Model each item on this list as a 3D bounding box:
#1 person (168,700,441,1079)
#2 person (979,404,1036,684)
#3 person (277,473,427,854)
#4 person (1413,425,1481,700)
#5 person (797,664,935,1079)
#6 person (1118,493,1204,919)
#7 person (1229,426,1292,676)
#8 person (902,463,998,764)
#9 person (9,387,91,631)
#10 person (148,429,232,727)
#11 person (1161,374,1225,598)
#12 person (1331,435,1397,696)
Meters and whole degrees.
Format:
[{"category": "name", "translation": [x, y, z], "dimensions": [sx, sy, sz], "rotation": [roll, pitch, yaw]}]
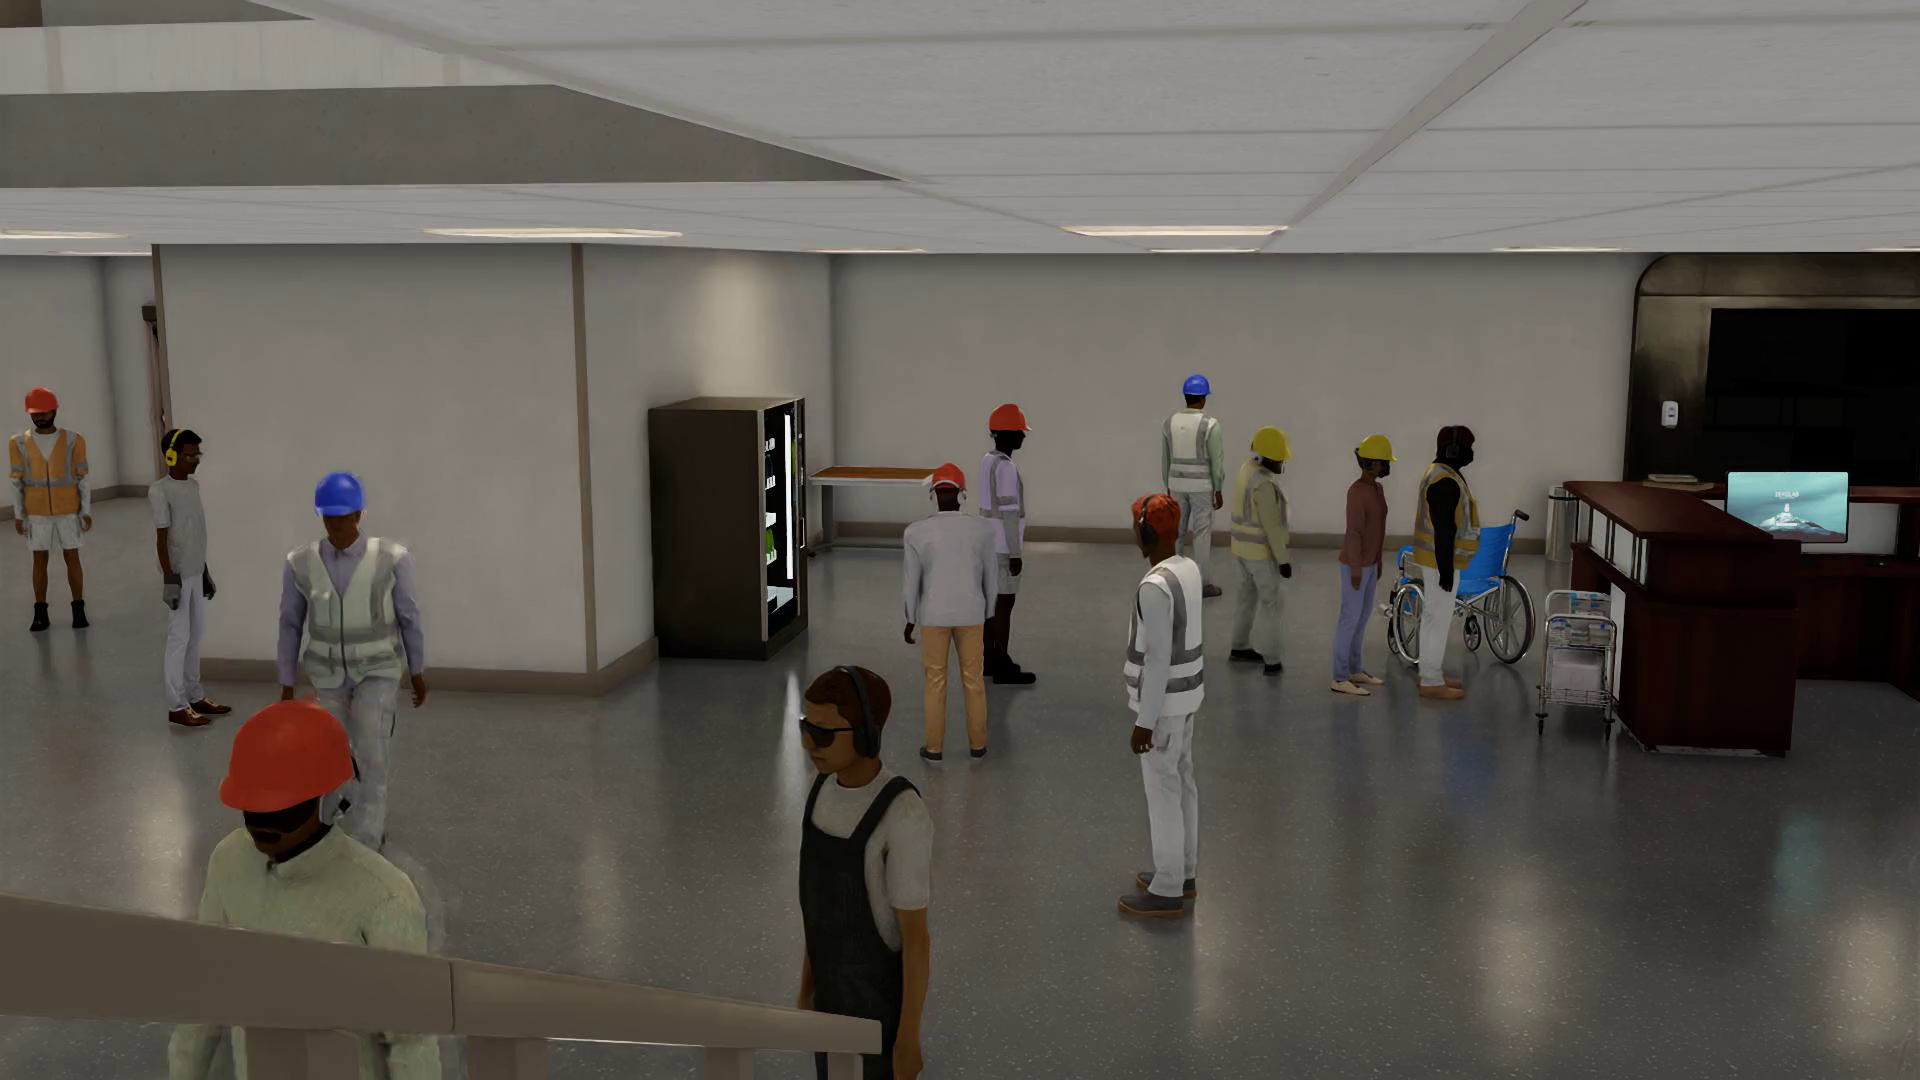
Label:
[{"category": "person", "translation": [-1.456, 1.280, 3.798], "dimensions": [0.620, 1.935, 1.083], "rotation": [7, 12, 37]}, {"category": "person", "translation": [0.318, 0.026, 11.499], "dimensions": [0.361, 1.938, 0.545], "rotation": [-3, 10, -17]}, {"category": "person", "translation": [-2.868, 0.645, 7.756], "dimensions": [0.647, 1.902, 0.975], "rotation": [-1, 9, -3]}, {"category": "person", "translation": [3.247, 0.146, 11.106], "dimensions": [0.430, 1.836, 0.618], "rotation": [3, 10, 18]}, {"category": "person", "translation": [-0.260, 1.224, 4.416], "dimensions": [0.338, 1.840, 0.512], "rotation": [-7, 11, -36]}, {"category": "person", "translation": [0.899, 0.725, 7.351], "dimensions": [0.339, 1.882, 0.581], "rotation": [4, 10, 24]}, {"category": "person", "translation": [2.127, 0.063, 11.771], "dimensions": [0.413, 1.776, 0.620], "rotation": [-1, 9, -8]}, {"category": "person", "translation": [-0.060, 0.424, 9.640], "dimensions": [0.564, 1.741, 0.347], "rotation": [-1, 9, -8]}, {"category": "person", "translation": [-7.191, -0.244, 13.170], "dimensions": [0.552, 1.934, 0.375], "rotation": [-4, 10, -23]}, {"category": "person", "translation": [-4.857, 0.232, 10.462], "dimensions": [0.329, 1.865, 0.507], "rotation": [0, 9, 0]}, {"category": "person", "translation": [2.033, -0.467, 14.506], "dimensions": [0.605, 1.948, 0.385], "rotation": [8, 12, 39]}, {"category": "person", "translation": [2.747, 0.163, 11.222], "dimensions": [0.349, 1.758, 0.522], "rotation": [5, 11, 30]}]
